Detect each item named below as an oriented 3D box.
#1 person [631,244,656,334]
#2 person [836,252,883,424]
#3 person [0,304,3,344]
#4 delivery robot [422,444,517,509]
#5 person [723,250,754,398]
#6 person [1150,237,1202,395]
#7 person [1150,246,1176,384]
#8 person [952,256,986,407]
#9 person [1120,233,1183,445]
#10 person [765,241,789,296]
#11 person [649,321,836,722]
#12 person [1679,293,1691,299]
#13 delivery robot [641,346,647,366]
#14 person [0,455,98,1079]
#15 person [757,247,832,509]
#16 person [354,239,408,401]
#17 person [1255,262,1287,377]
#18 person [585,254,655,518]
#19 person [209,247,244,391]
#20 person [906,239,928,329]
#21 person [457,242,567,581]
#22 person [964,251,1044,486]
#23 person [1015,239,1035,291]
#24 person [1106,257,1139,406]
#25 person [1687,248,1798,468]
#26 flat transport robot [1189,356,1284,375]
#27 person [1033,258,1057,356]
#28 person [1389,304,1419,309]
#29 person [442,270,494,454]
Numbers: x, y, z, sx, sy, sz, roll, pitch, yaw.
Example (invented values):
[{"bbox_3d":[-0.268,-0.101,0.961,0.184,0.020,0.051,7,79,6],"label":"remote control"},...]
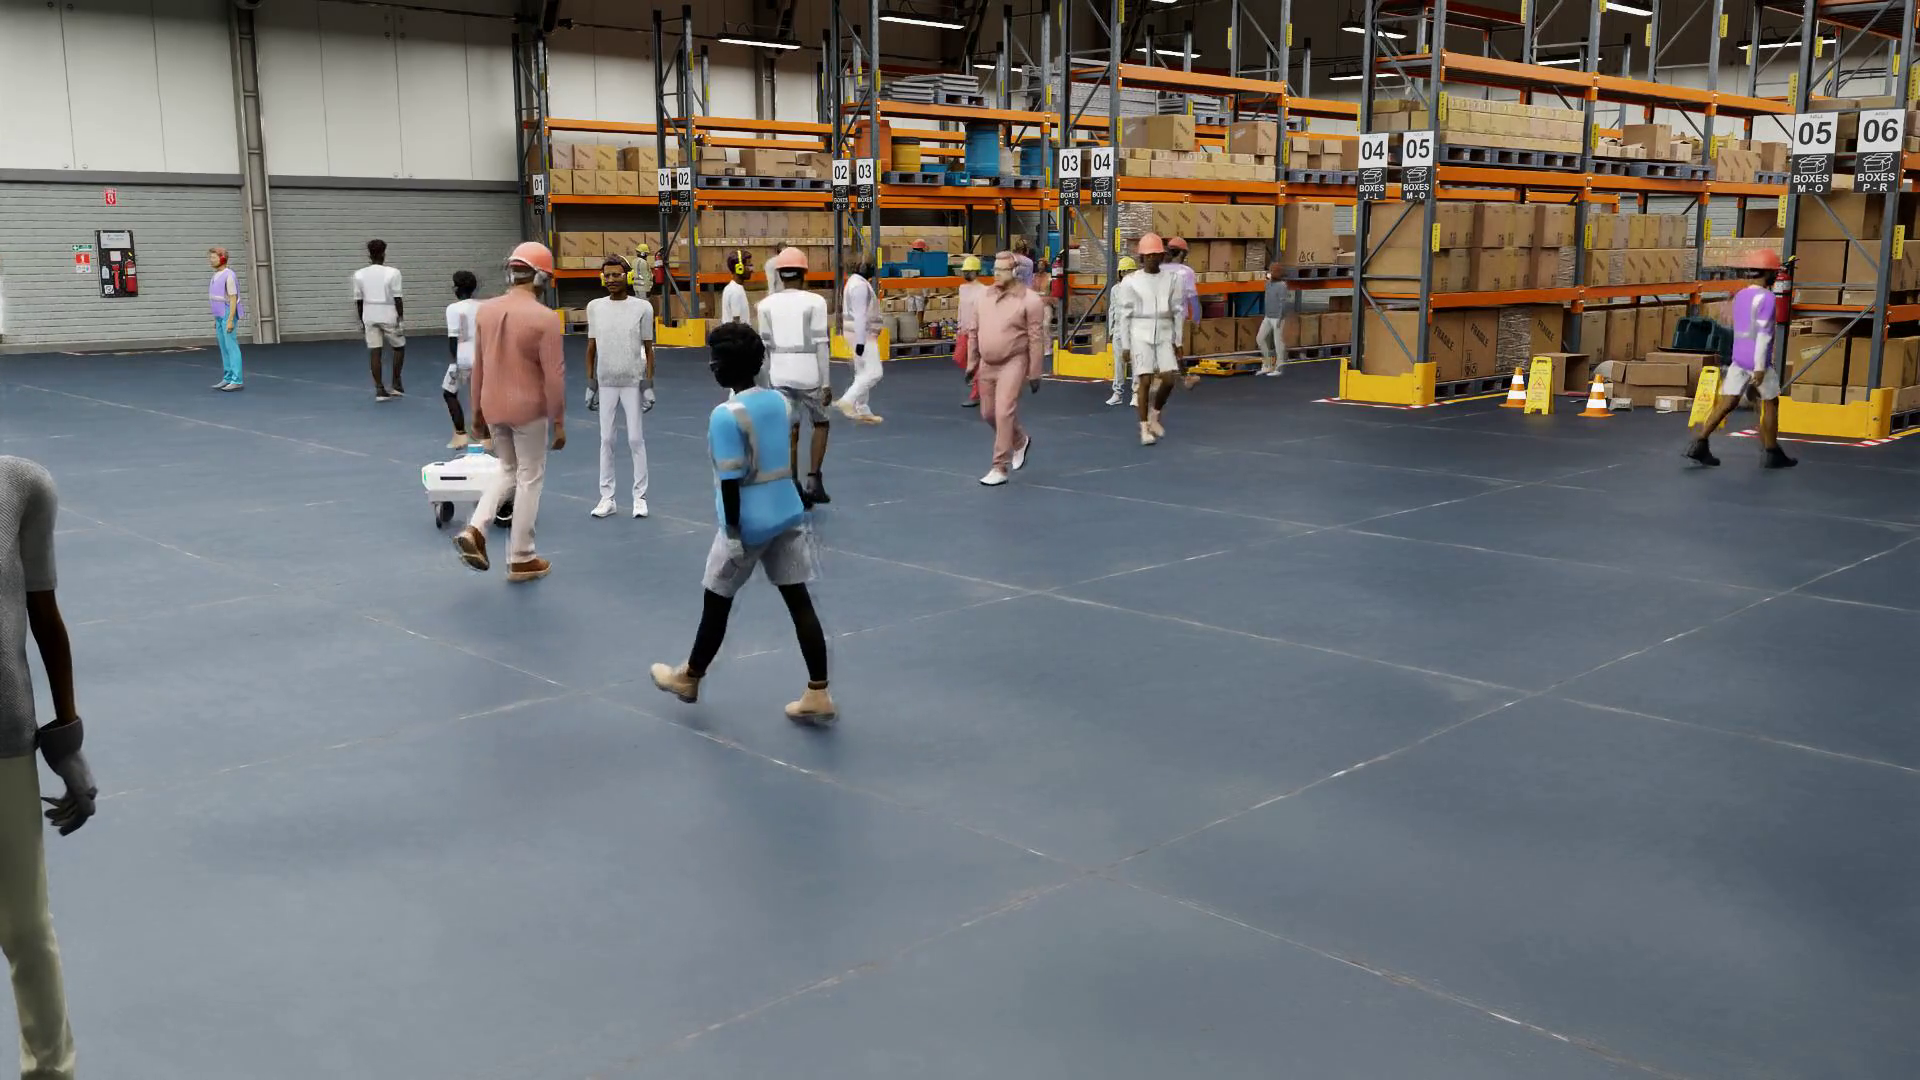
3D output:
[{"bbox_3d":[-6.466,-5.119,33.934,0.403,1.825,0.586,-8,13,-37],"label":"person"},{"bbox_3d":[-1.038,-2.138,17.668,0.450,1.827,0.643,-2,11,-10],"label":"person"},{"bbox_3d":[-11.094,-2.341,18.649,0.494,1.870,0.604,5,11,25],"label":"person"},{"bbox_3d":[-3.393,-0.429,11.684,0.707,0.478,0.477,0,10,-2],"label":"delivery robot"},{"bbox_3d":[-2.034,-1.753,15.470,0.353,1.868,0.525,-1,10,-7],"label":"person"},{"bbox_3d":[2.759,-2.829,21.041,1.101,1.969,0.649,-10,14,-43],"label":"person"},{"bbox_3d":[2.652,-2.966,22.091,0.590,1.863,0.732,9,14,39],"label":"person"},{"bbox_3d":[0.143,-2.457,19.580,0.382,1.755,0.543,-9,13,-39],"label":"person"},{"bbox_3d":[1.856,-1.927,15.985,0.636,2.019,0.429,-1,10,-8],"label":"person"},{"bbox_3d":[-2.897,-3.972,27.499,0.995,1.888,0.648,10,14,42],"label":"person"},{"bbox_3d":[-0.899,-0.076,6.885,0.909,1.643,0.538,7,12,32],"label":"person"},{"bbox_3d":[15.353,-5.367,35.017,0.550,1.928,0.387,-2,11,-12],"label":"person"},{"bbox_3d":[-4.791,-2.668,23.892,0.707,0.478,0.477,0,10,1],"label":"delivery robot"},{"bbox_3d":[-2.071,0.462,3.419,0.514,1.860,0.317,-8,13,-37],"label":"person"},{"bbox_3d":[-1.192,-1.174,12.177,0.573,1.910,0.476,3,11,15],"label":"person"},{"bbox_3d":[-7.037,-2.688,20.309,0.620,1.946,0.644,1,10,3],"label":"person"},{"bbox_3d":[4.399,-3.128,23.613,0.521,1.612,0.529,-5,12,-26],"label":"person"},{"bbox_3d":[-2.435,-1.100,11.891,0.511,1.872,0.328,0,10,2],"label":"person"},{"bbox_3d":[-9.537,-2.873,21.617,0.389,1.850,0.566,-10,14,-43],"label":"person"},{"bbox_3d":[-0.752,-4.457,30.014,0.379,1.937,0.548,-9,14,-40],"label":"person"},{"bbox_3d":[-2.567,-0.732,9.627,0.650,1.961,0.591,5,12,27],"label":"person"},{"bbox_3d":[0.401,-1.419,13.620,0.651,1.880,0.804,8,13,36],"label":"person"},{"bbox_3d":[1.013,-4.040,27.735,0.371,1.940,0.630,-10,14,-43],"label":"person"},{"bbox_3d":[1.971,-2.462,19.664,0.492,1.742,0.316,6,12,31],"label":"person"},{"bbox_3d":[6.818,-1.572,14.410,0.971,1.899,0.557,-1,10,-7],"label":"person"},{"bbox_3d":[4.060,-2.572,24.396,1.431,0.197,0.652,-10,14,-43],"label":"flat transport robot"},{"bbox_3d":[1.320,-3.851,27.569,0.528,1.620,0.584,3,11,17],"label":"person"},{"bbox_3d":[6.171,-3.013,22.546,0.603,1.785,0.925,10,14,43],"label":"person"},{"bbox_3d":[-4.546,-1.635,15.304,0.563,1.672,0.553,6,12,29],"label":"person"}]
